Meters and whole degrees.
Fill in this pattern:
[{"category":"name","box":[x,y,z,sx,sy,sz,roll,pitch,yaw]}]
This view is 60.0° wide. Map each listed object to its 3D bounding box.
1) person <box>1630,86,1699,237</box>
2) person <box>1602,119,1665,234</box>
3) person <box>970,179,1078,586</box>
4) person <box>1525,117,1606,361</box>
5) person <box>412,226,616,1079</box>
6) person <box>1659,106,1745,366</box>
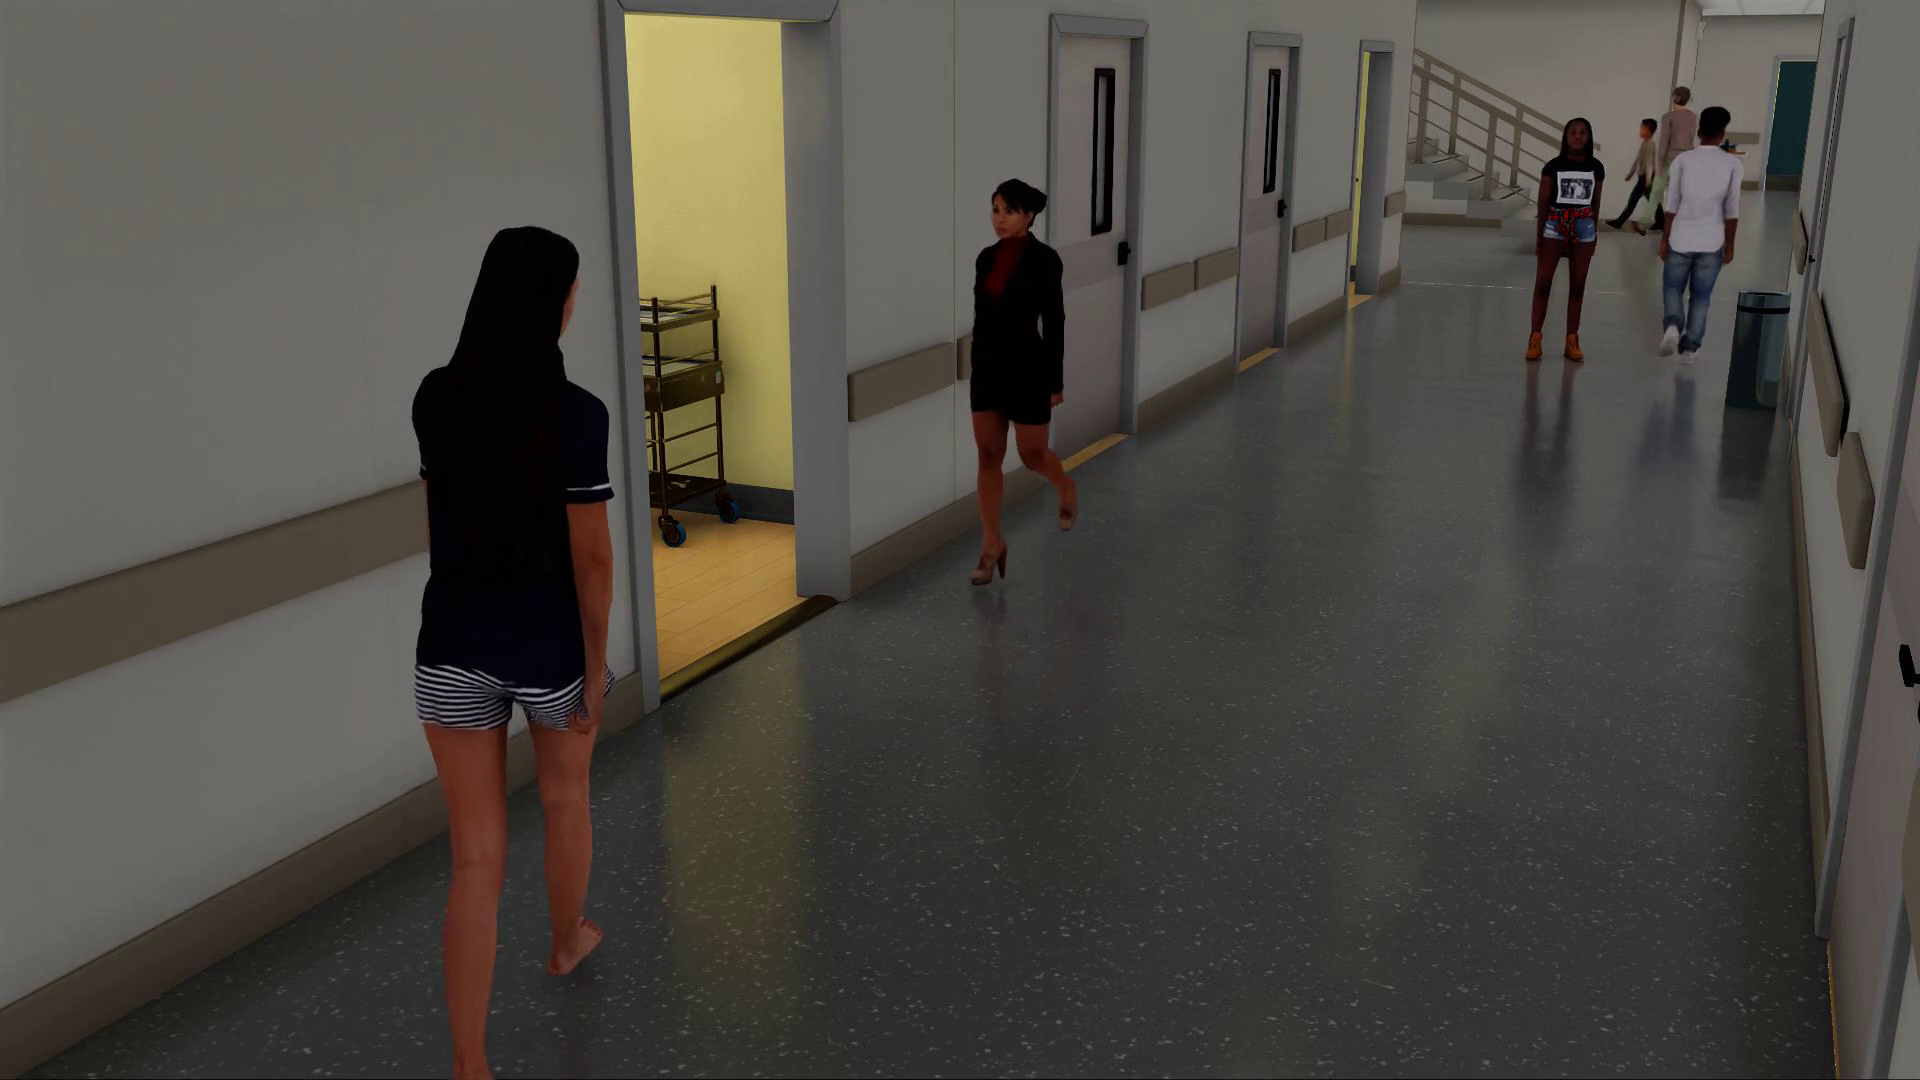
[{"category":"person","box":[8.679,-4.476,20.029,1.244,1.830,1.133,-2,16,-7]},{"category":"person","box":[8.854,-4.612,21.254,1.035,1.428,0.670,4,16,14]},{"category":"person","box":[0.246,-0.628,6.759,0.823,1.625,0.718,11,19,34]},{"category":"person","box":[4.405,-2.183,12.082,0.624,1.729,0.737,2,16,8]},{"category":"person","box":[-0.922,0.301,3.296,1.141,1.715,0.950,0,16,0]},{"category":"person","box":[5.183,-2.122,11.736,0.716,1.800,0.710,8,18,26]}]
